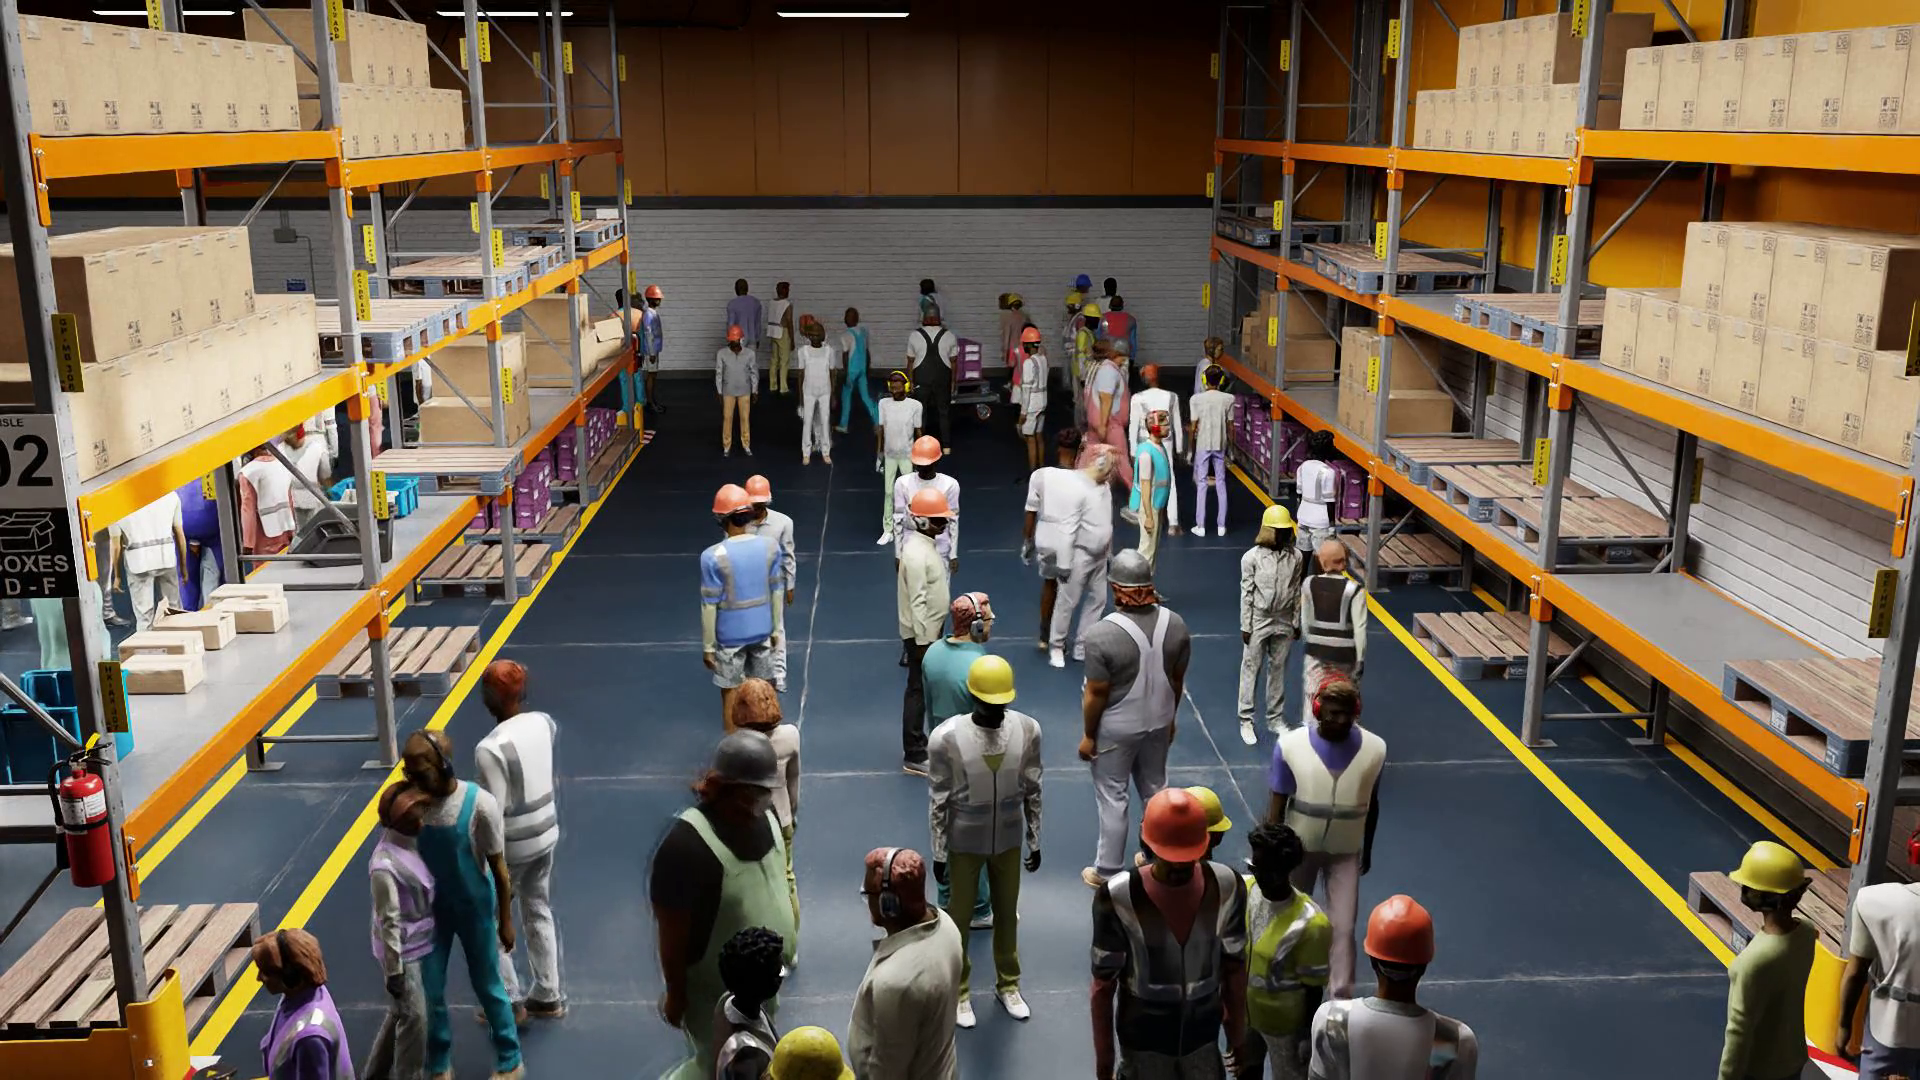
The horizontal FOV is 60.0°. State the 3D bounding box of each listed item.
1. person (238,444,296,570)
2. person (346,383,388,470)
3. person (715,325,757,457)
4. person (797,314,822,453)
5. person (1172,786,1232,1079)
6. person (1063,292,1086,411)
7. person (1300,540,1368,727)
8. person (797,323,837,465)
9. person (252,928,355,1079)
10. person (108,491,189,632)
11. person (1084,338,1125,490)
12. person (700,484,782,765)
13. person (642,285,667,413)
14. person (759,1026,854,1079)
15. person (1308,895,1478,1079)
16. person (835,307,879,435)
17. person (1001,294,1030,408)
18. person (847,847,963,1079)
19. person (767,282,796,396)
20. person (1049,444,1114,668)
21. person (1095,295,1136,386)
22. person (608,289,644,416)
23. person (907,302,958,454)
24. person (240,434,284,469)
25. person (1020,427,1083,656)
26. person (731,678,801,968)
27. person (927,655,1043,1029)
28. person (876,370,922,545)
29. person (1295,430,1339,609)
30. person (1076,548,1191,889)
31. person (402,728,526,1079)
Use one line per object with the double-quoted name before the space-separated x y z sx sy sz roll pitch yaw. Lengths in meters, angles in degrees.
"person" -5.880 -0.050 14.187 0.398 1.909 0.599 3 15 13
"person" -7.571 -1.870 21.182 0.619 1.986 0.410 4 15 16
"person" -2.963 -1.981 22.081 0.562 1.745 0.339 -3 15 -13
"person" -1.973 -2.075 22.210 0.415 1.866 0.618 0 14 0
"person" 0.972 1.857 7.022 0.297 1.743 0.493 4 15 16
"person" 1.781 -2.901 25.548 0.403 1.824 0.593 -2 14 -6
"person" 2.580 0.791 11.491 0.532 1.588 0.801 10 17 33
"person" -1.847 -1.887 21.525 0.507 1.842 0.351 -3 15 -10
"person" -2.343 2.162 6.052 0.312 1.631 0.524 -7 16 -26
"person" -6.404 0.239 13.164 0.564 1.848 0.388 -12 18 -39
"person" 1.716 -1.529 20.139 0.428 1.835 0.627 -9 17 -32
"person" -1.497 0.625 11.280 0.613 2.036 0.408 -11 18 -37
"person" -4.648 -2.905 25.330 0.375 1.934 0.551 -1 14 -5
"person" -0.479 2.320 5.227 0.320 1.738 0.483 5 15 19
"person" 1.441 2.119 5.631 0.543 1.929 0.386 6 16 23
"person" -1.442 -2.376 23.507 0.522 1.816 0.844 -12 18 -39
"person" 0.860 -2.929 25.781 0.522 1.761 0.327 -11 18 -37
"person" -0.210 2.020 6.090 0.401 1.894 0.654 3 15 13
"person" -2.905 -3.250 26.896 0.392 1.836 0.562 -13 19 -41
"person" 0.979 0.131 13.565 0.534 1.870 0.681 10 17 34
"person" 2.318 -2.745 24.922 0.631 1.837 0.432 0 14 -1
"person" -5.005 -2.812 25.015 0.390 1.914 0.587 14 20 43
"person" -0.372 -2.164 22.214 0.683 2.000 0.535 -1 14 -3
"person" -6.895 -0.639 16.569 0.638 1.872 0.982 -9 17 -31
"person" 0.870 0.018 13.883 0.619 1.933 0.649 6 15 21
"person" -1.028 1.501 8.637 0.279 1.633 0.506 12 18 39
"person" 0.137 1.472 8.187 0.587 1.920 0.397 -4 15 -17
"person" -0.638 -0.857 17.438 0.517 1.865 0.328 3 15 12
"person" 3.227 -0.156 15.018 0.319 1.697 0.533 -6 15 -22
"person" 0.954 1.035 9.656 0.688 2.000 0.535 -8 16 -29
"person" -2.271 1.689 7.520 0.536 1.825 0.376 2 14 9
